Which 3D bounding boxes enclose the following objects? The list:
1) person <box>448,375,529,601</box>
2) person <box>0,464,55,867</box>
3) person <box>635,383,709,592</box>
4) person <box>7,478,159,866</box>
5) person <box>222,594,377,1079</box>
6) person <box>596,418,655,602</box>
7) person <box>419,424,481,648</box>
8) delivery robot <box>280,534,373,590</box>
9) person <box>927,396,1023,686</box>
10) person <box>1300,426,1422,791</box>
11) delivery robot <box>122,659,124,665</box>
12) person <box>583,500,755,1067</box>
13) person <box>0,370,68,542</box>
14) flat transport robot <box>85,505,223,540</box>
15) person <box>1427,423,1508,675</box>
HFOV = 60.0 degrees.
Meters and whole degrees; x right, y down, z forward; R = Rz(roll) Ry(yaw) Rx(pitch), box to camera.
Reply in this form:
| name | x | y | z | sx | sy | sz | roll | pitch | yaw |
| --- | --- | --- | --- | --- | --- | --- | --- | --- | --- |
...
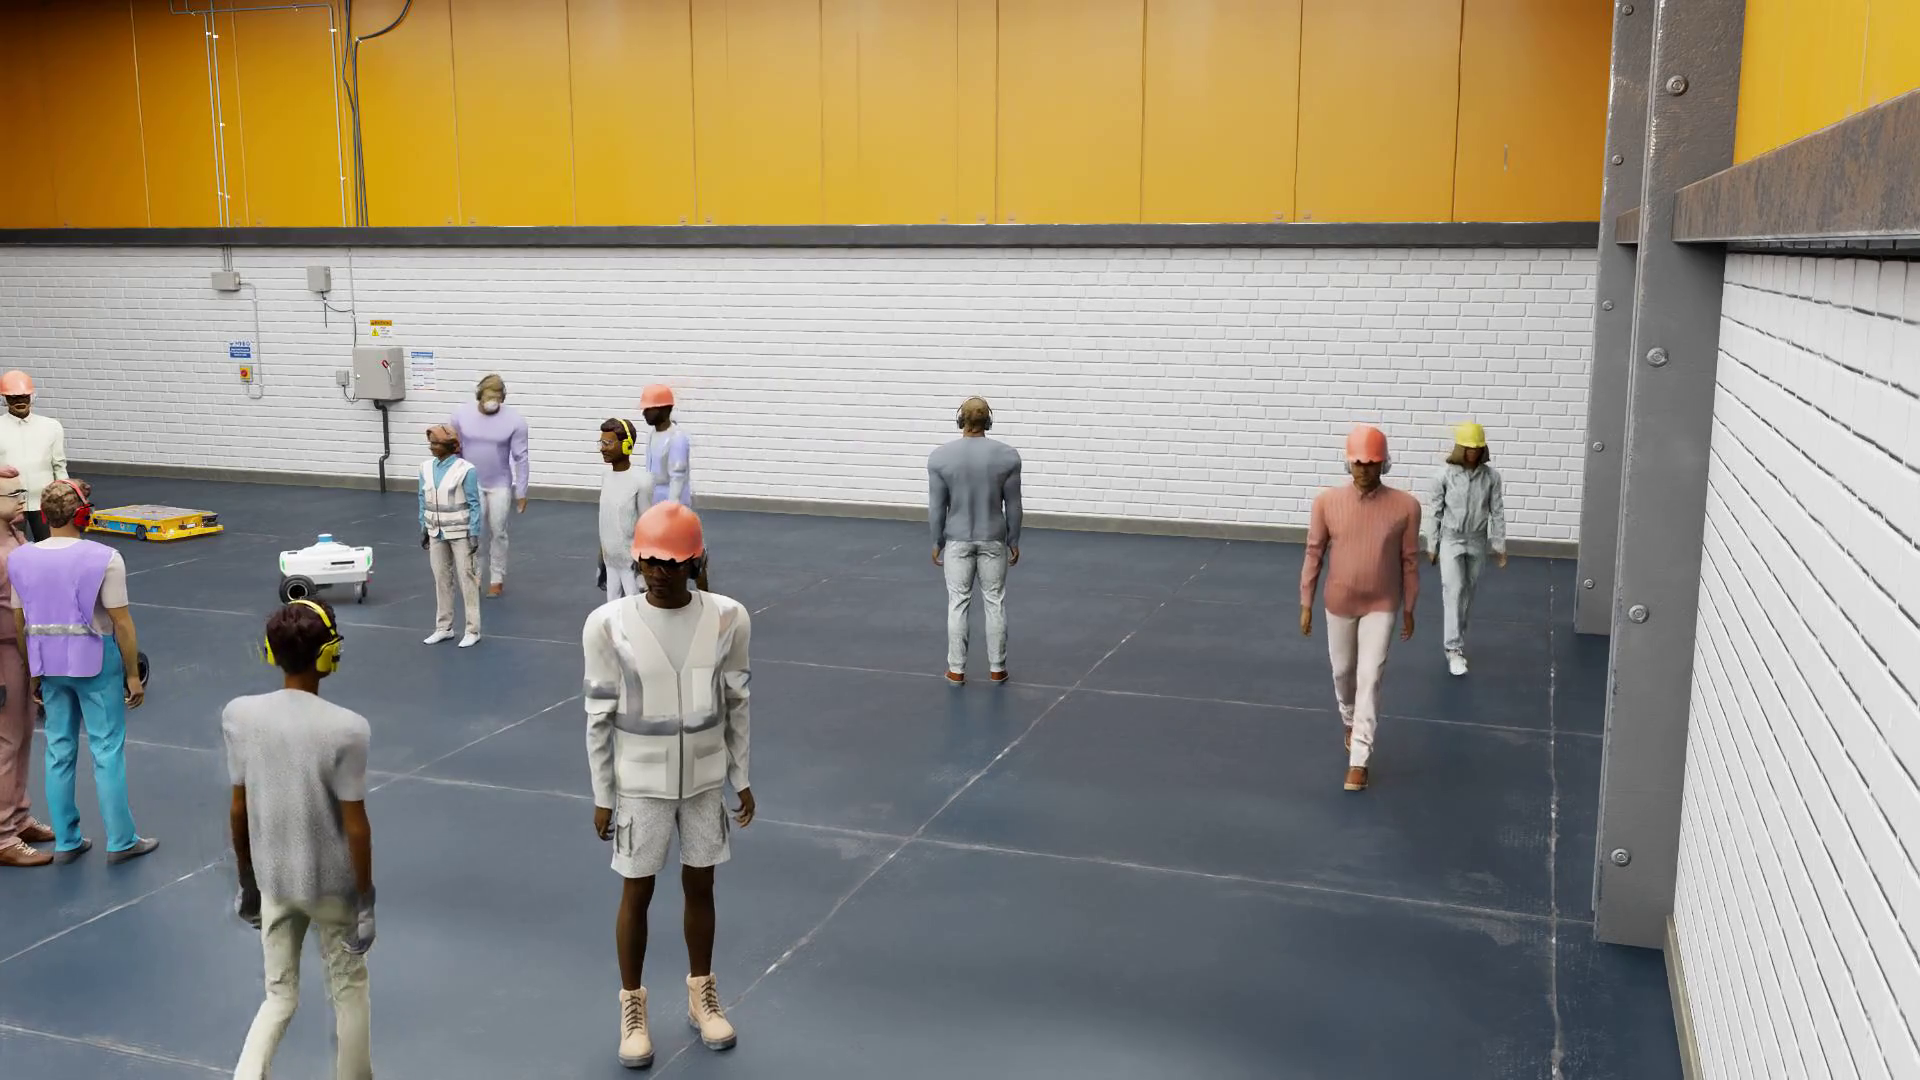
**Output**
| name | x | y | z | sx | sy | sz | roll | pitch | yaw |
| --- | --- | --- | --- | --- | --- | --- | --- | --- | --- |
| person | -3.859 | -0.420 | 13.644 | 0.656 | 1.878 | 0.702 | -2 | 10 | -11 |
| person | -4.513 | 0.584 | 7.910 | 0.403 | 1.906 | 0.652 | -3 | 10 | -15 |
| person | -2.283 | -0.243 | 12.616 | 0.976 | 1.882 | 0.569 | -8 | 13 | -39 |
| person | -4.141 | 0.631 | 7.812 | 0.566 | 1.846 | 0.389 | 0 | 10 | 2 |
| person | -2.075 | 1.098 | 5.173 | 0.519 | 1.852 | 0.749 | 1 | 10 | 6 |
| person | -2.092 | 0.177 | 10.333 | 0.519 | 1.862 | 0.327 | 9 | 13 | 41 |
| person | -3.714 | -0.030 | 12.128 | 0.518 | 1.636 | 0.312 | 4 | 11 | 23 |
| delivery robot | -5.191 | 0.195 | 13.643 | 0.707 | 0.478 | 0.477 | -4 | 11 | -20 |
| person | 0.100 | 0.013 | 11.033 | 0.632 | 1.940 | 0.372 | -1 | 10 | -3 |
| person | 2.225 | 0.322 | 9.259 | 0.632 | 1.958 | 0.973 | 4 | 11 | 20 |
| delivery robot | -5.595 | 0.733 | 10.613 | 0.477 | 0.478 | 0.707 | 0 | 10 | -1 |
| person | -1.023 | 0.861 | 5.972 | 0.609 | 2.040 | 0.395 | -4 | 11 | -23 |
| person | -7.024 | -0.278 | 12.516 | 0.612 | 1.995 | 0.376 | -9 | 14 | -42 |
| flat transport robot | -8.240 | -0.191 | 16.875 | 1.431 | 0.197 | 0.652 | 5 | 11 | 28 |
| person | 3.498 | 0.067 | 11.372 | 0.491 | 1.716 | 0.768 | -2 | 10 | -9 |
